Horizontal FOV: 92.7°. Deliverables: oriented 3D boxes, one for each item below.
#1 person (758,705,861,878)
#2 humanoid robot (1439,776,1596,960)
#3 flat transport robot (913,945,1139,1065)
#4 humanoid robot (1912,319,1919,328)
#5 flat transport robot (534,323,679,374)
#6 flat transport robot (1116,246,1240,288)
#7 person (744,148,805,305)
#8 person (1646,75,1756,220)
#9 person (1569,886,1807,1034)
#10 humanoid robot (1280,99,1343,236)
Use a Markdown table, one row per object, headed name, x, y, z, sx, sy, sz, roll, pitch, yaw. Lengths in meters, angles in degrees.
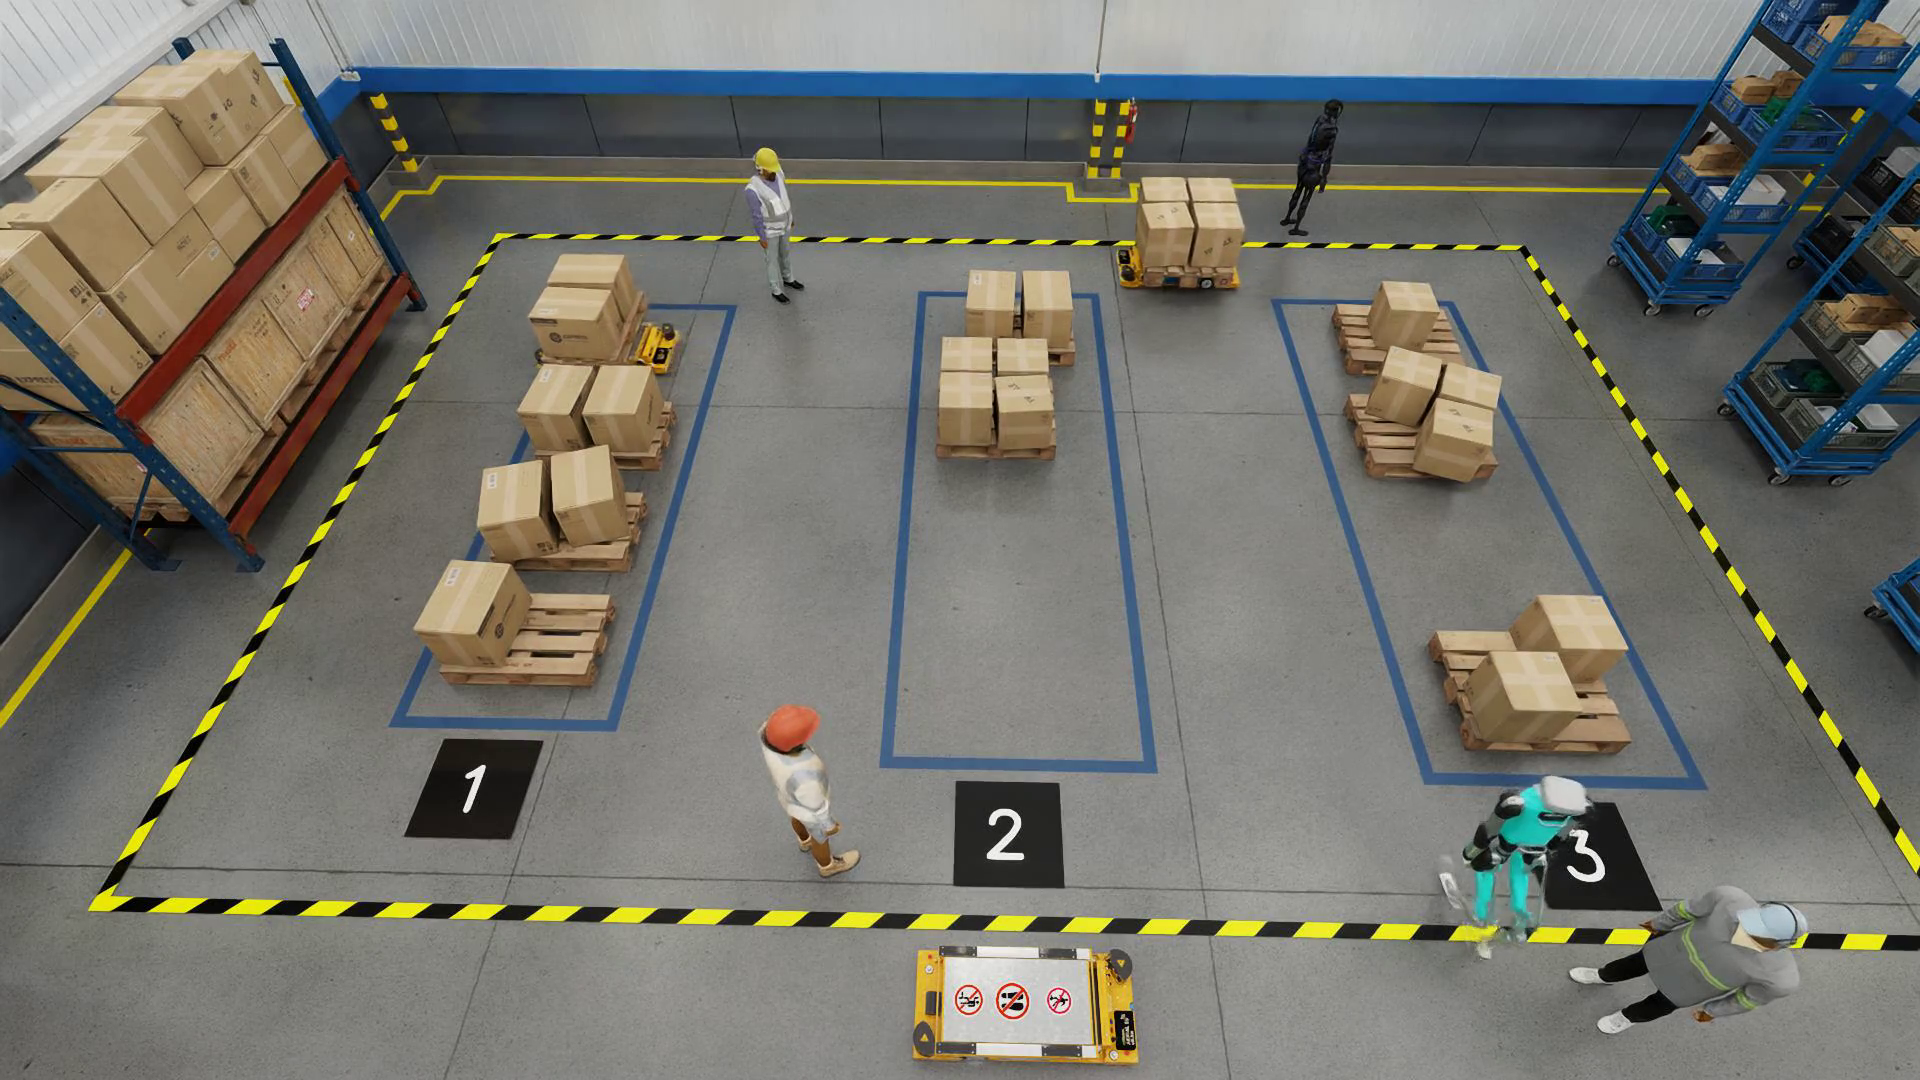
| name | x | y | z | sx | sy | sz | roll | pitch | yaw |
| --- | --- | --- | --- | --- | --- | --- | --- | --- | --- |
| person | -0.993 | 1.650 | 5.995 | 0.368 | 2.047 | 0.604 | -31 | 57 | -23 |
| humanoid robot | 3.487 | 2.200 | 5.779 | 0.569 | 1.799 | 0.782 | 2 | 51 | 2 |
| flat transport robot | 0.422 | 3.041 | 6.007 | 1.431 | 0.231 | 0.659 | 1 | 51 | 1 |
| humanoid robot | 10.506 | -2.564 | 9.657 | 0.315 | 1.657 | 0.599 | 21 | 54 | 16 |
| flat transport robot | -3.940 | -2.155 | 10.225 | 1.431 | 0.197 | 0.652 | 1 | 51 | 1 |
| flat transport robot | 2.664 | -3.367 | 11.212 | 1.431 | 0.197 | 0.652 | 1 | 51 | 1 |
| person | -2.087 | -3.560 | 10.385 | 0.403 | 1.823 | 0.586 | 23 | 55 | 18 |
| person | 9.227 | -4.770 | 11.341 | 0.521 | 1.869 | 0.315 | -4 | 51 | -3 |
| person | 4.294 | 2.512 | 5.416 | 0.386 | 1.850 | 0.599 | -6 | 51 | -5 |
| humanoid robot | 4.365 | -4.614 | 11.330 | 0.315 | 1.655 | 0.599 | -7 | 51 | -6 |
